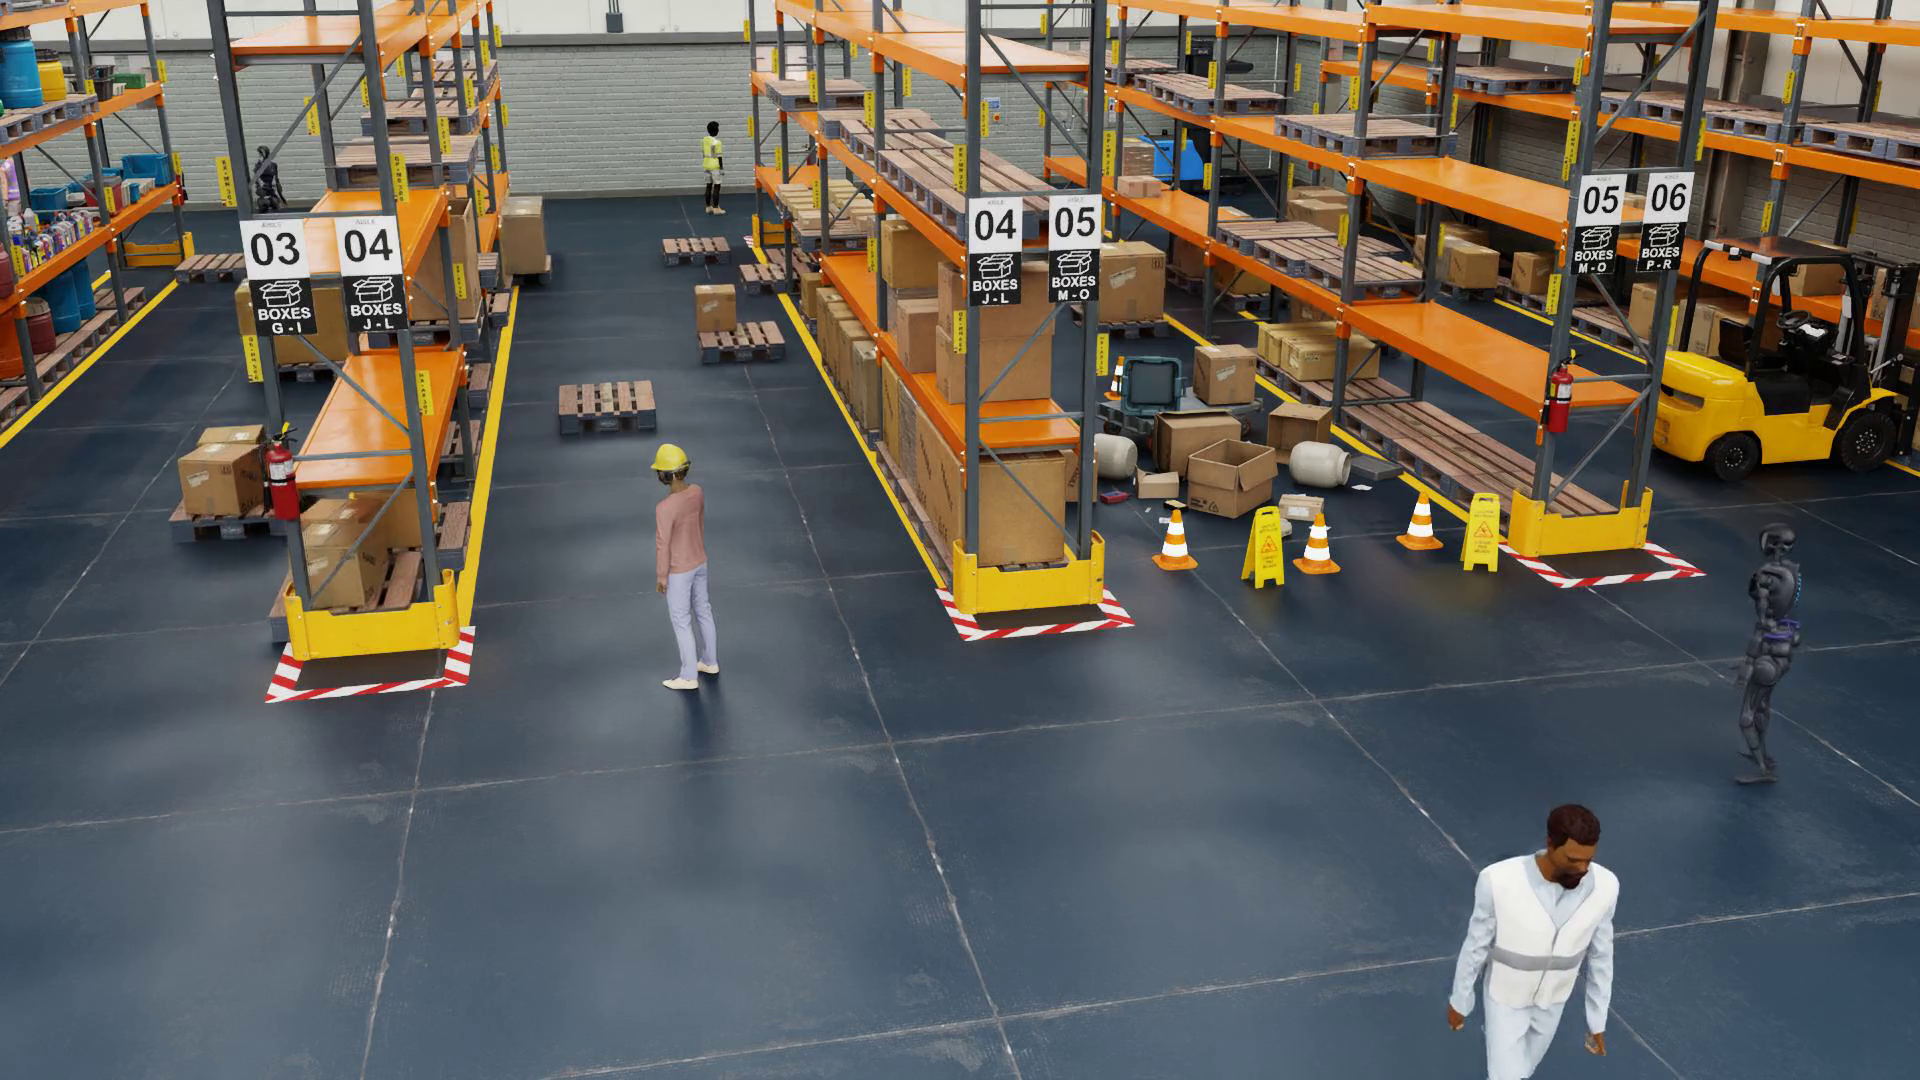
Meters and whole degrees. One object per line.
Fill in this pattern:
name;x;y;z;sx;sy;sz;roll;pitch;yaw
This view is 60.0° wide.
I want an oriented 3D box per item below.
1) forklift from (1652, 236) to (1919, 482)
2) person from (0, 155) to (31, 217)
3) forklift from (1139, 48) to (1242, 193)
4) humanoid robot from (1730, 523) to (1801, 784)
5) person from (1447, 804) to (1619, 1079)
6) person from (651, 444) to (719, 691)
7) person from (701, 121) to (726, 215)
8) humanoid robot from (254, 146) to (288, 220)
forklift;8.013;-1.814;16.330;2.313;2.155;1.214;-4;21;-12
person;-15.370;-5.564;27.150;0.351;1.688;0.489;11;23;26
forklift;4.566;-8.313;32.860;1.873;2.768;1.129;-4;21;-12
humanoid robot;5.041;0.694;10.307;0.392;1.637;0.607;16;26;37
person;2.340;1.928;6.692;0.610;1.879;0.860;-3;21;-9
person;-1.949;0.181;11.582;0.340;1.758;0.519;9;22;22
person;-4.534;-6.836;30.570;0.540;1.685;0.319;18;27;40
humanoid robot;-11.524;-5.748;27.729;0.794;1.624;0.602;7;21;18
